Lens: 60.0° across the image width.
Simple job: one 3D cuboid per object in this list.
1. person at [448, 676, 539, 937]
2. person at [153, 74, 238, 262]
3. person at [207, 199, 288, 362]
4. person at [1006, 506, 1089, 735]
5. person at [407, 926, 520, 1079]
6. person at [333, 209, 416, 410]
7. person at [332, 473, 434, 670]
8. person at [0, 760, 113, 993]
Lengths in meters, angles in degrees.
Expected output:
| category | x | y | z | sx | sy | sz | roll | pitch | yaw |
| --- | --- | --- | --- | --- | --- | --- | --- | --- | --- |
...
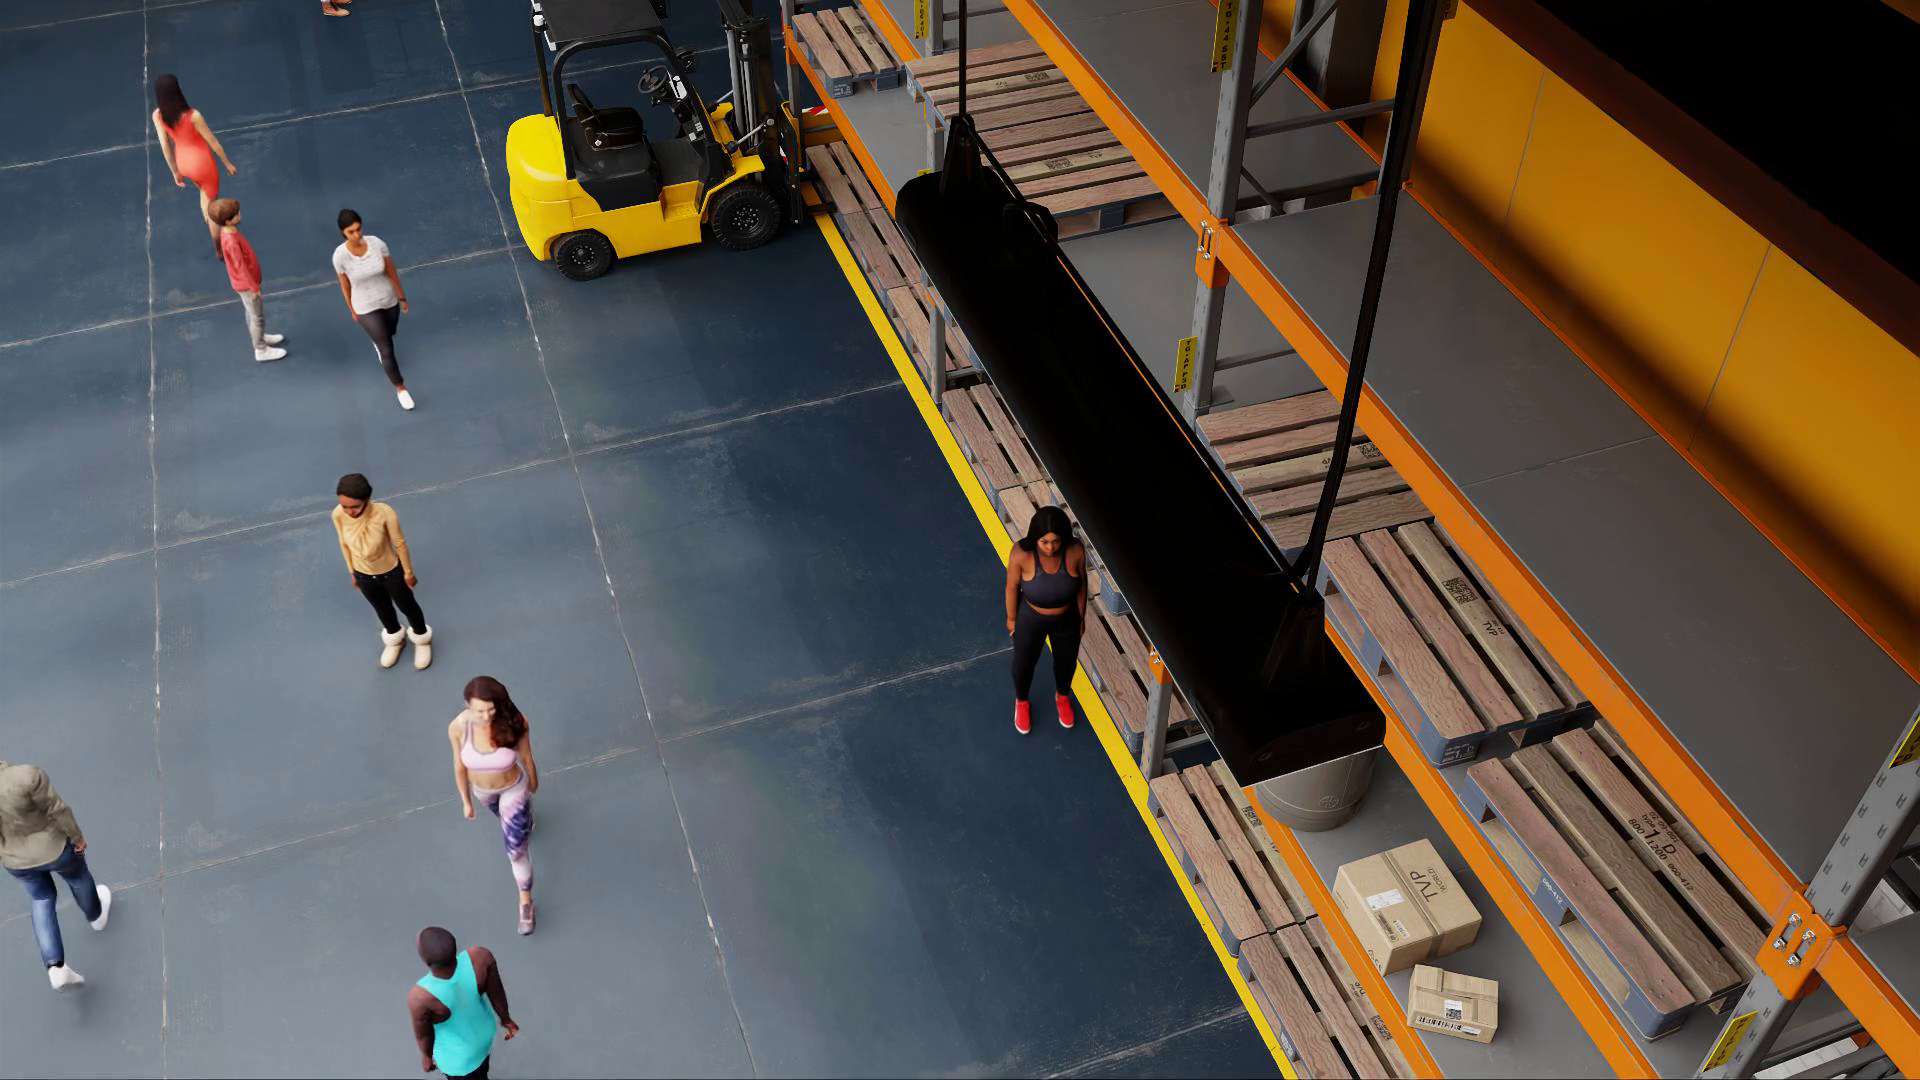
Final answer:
| category | x | y | z | sx | sy | sz | roll | pitch | yaw |
| --- | --- | --- | --- | --- | --- | --- | --- | --- | --- |
| person | -2.583 | 1.340 | 9.359 | 0.823 | 1.727 | 1.250 | -2 | 44 | -2 |
| person | -6.458 | -3.093 | 14.028 | 0.712 | 1.704 | 0.749 | 6 | 44 | 7 |
| person | -5.675 | -2.061 | 13.154 | 0.592 | 1.416 | 0.441 | -18 | 47 | -18 |
| person | 0.538 | 0.458 | 10.219 | 0.716 | 1.817 | 0.697 | -4 | 44 | -4 |
| person | -2.347 | 2.503 | 8.102 | 1.233 | 1.777 | 1.018 | 28 | 50 | 27 |
| person | -4.519 | -1.853 | 12.796 | 0.799 | 1.609 | 1.147 | -28 | 50 | -27 |
| person | -3.699 | 0.181 | 10.628 | 0.655 | 1.654 | 0.679 | 3 | 44 | 3 |
| person | -4.969 | 1.704 | 8.892 | 0.754 | 1.845 | 1.074 | -10 | 45 | -11 |
